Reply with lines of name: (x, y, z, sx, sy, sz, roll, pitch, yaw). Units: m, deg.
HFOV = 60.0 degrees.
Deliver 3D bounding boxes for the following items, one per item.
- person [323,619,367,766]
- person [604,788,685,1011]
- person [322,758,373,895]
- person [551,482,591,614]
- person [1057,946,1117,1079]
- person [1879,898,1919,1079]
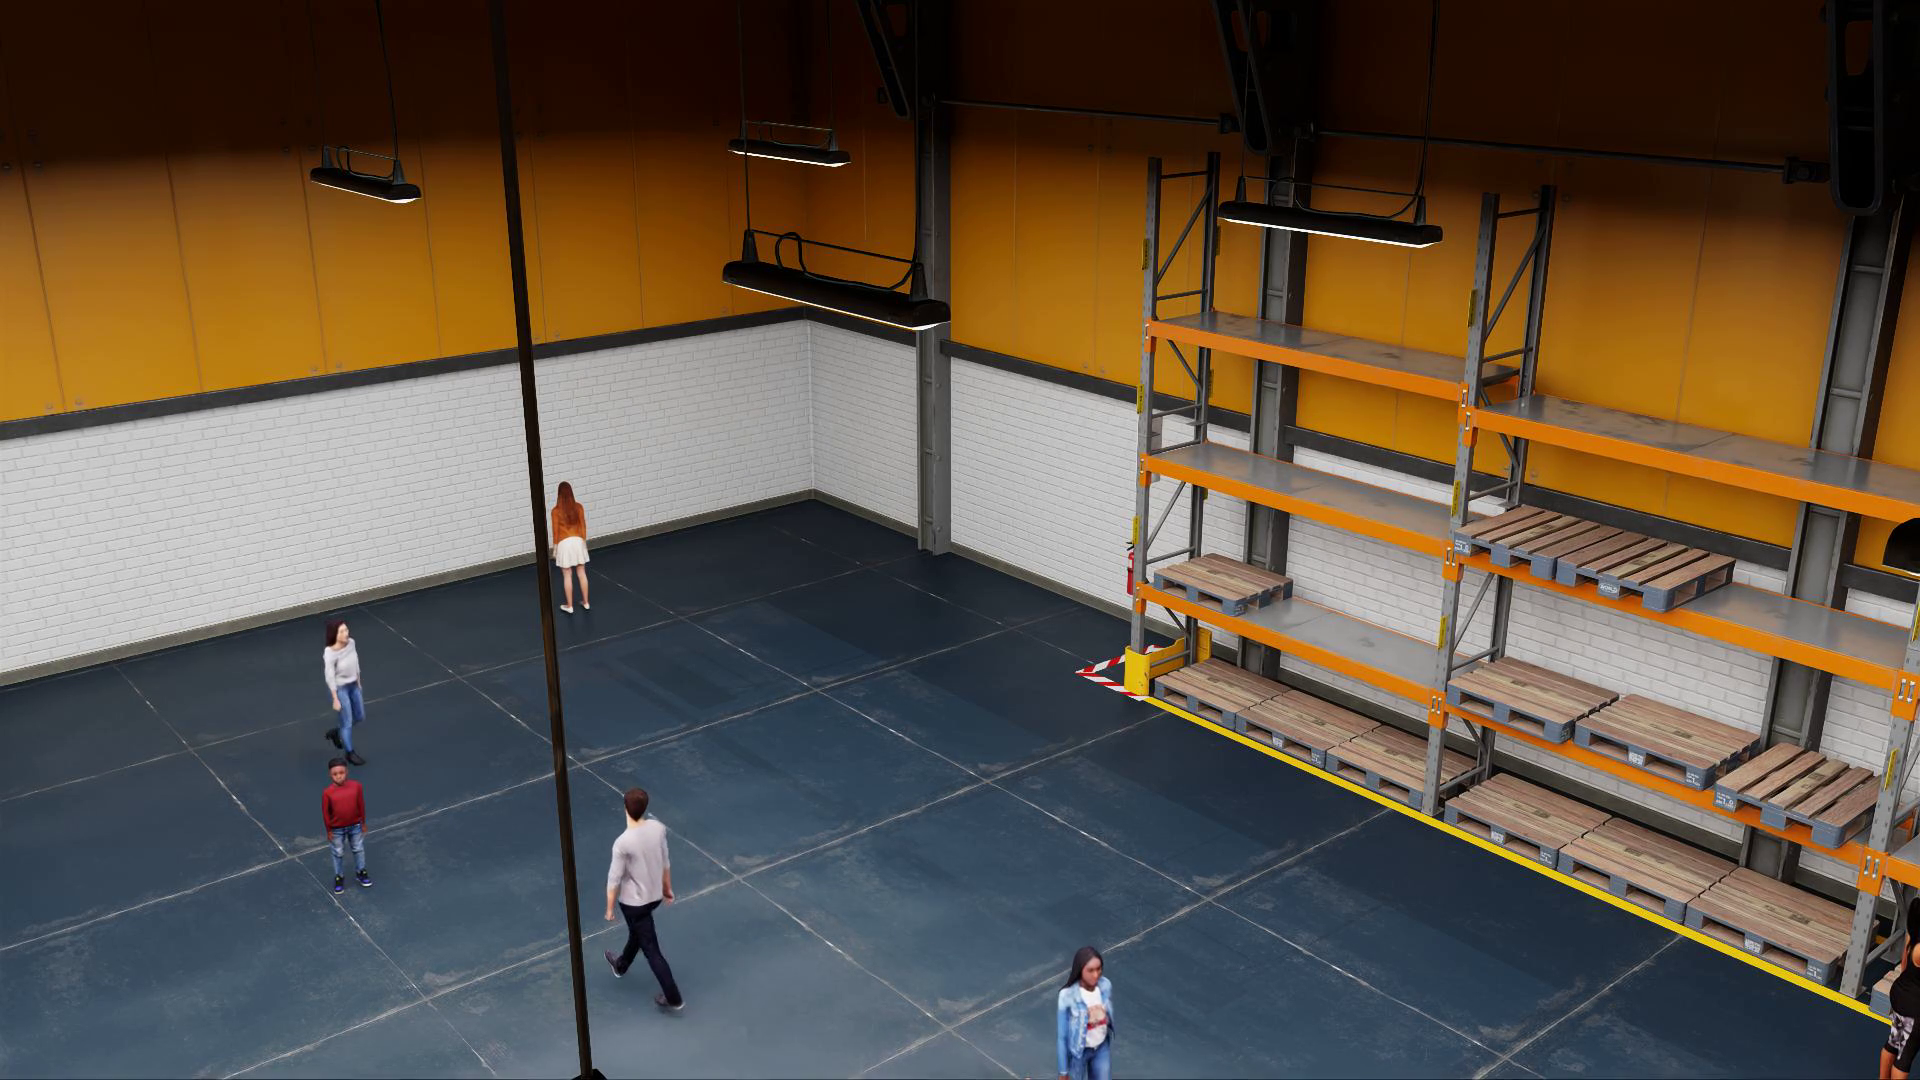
person: (-6.411, 1.556, 17.119, 0.877, 1.614, 0.809, 6, 19, 16)
person: (-2.419, 2.857, 12.997, 1.270, 1.779, 0.897, 13, 22, 33)
person: (-5.480, 2.516, 14.828, 0.536, 1.255, 0.525, -10, 21, -28)
person: (-4.987, 0.082, 21.324, 0.649, 1.723, 0.607, -11, 22, -30)
person: (0.799, 3.481, 11.281, 0.721, 1.690, 1.032, -11, 21, -29)
person: (6.795, 3.300, 11.866, 0.695, 1.661, 0.650, 3, 19, 9)
